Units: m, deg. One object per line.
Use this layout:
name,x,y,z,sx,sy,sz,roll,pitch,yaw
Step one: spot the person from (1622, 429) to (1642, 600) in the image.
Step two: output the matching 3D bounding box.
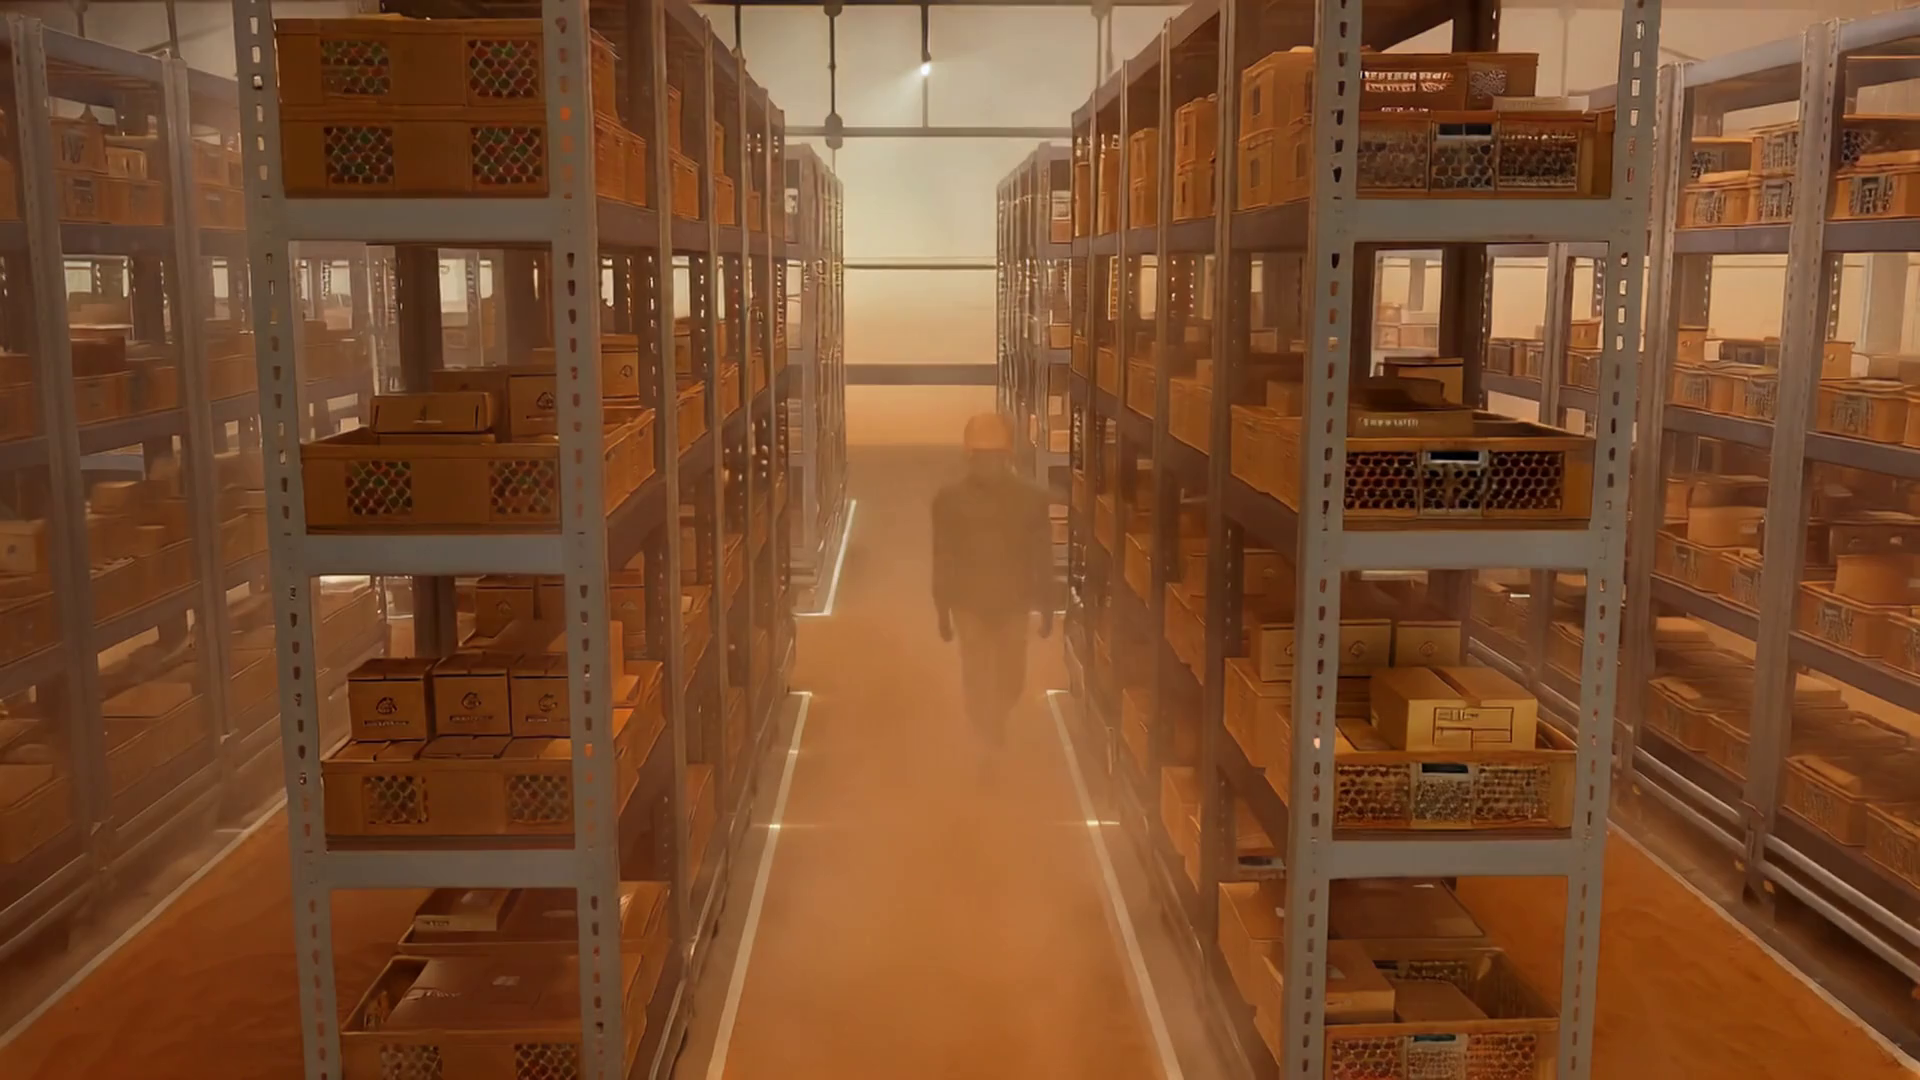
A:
person,4.856,-0.152,11.755,0.495,1.830,0.572,2,10,13

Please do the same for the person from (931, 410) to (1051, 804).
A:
person,0.149,0.299,8.590,0.606,1.975,0.813,-1,9,-7
